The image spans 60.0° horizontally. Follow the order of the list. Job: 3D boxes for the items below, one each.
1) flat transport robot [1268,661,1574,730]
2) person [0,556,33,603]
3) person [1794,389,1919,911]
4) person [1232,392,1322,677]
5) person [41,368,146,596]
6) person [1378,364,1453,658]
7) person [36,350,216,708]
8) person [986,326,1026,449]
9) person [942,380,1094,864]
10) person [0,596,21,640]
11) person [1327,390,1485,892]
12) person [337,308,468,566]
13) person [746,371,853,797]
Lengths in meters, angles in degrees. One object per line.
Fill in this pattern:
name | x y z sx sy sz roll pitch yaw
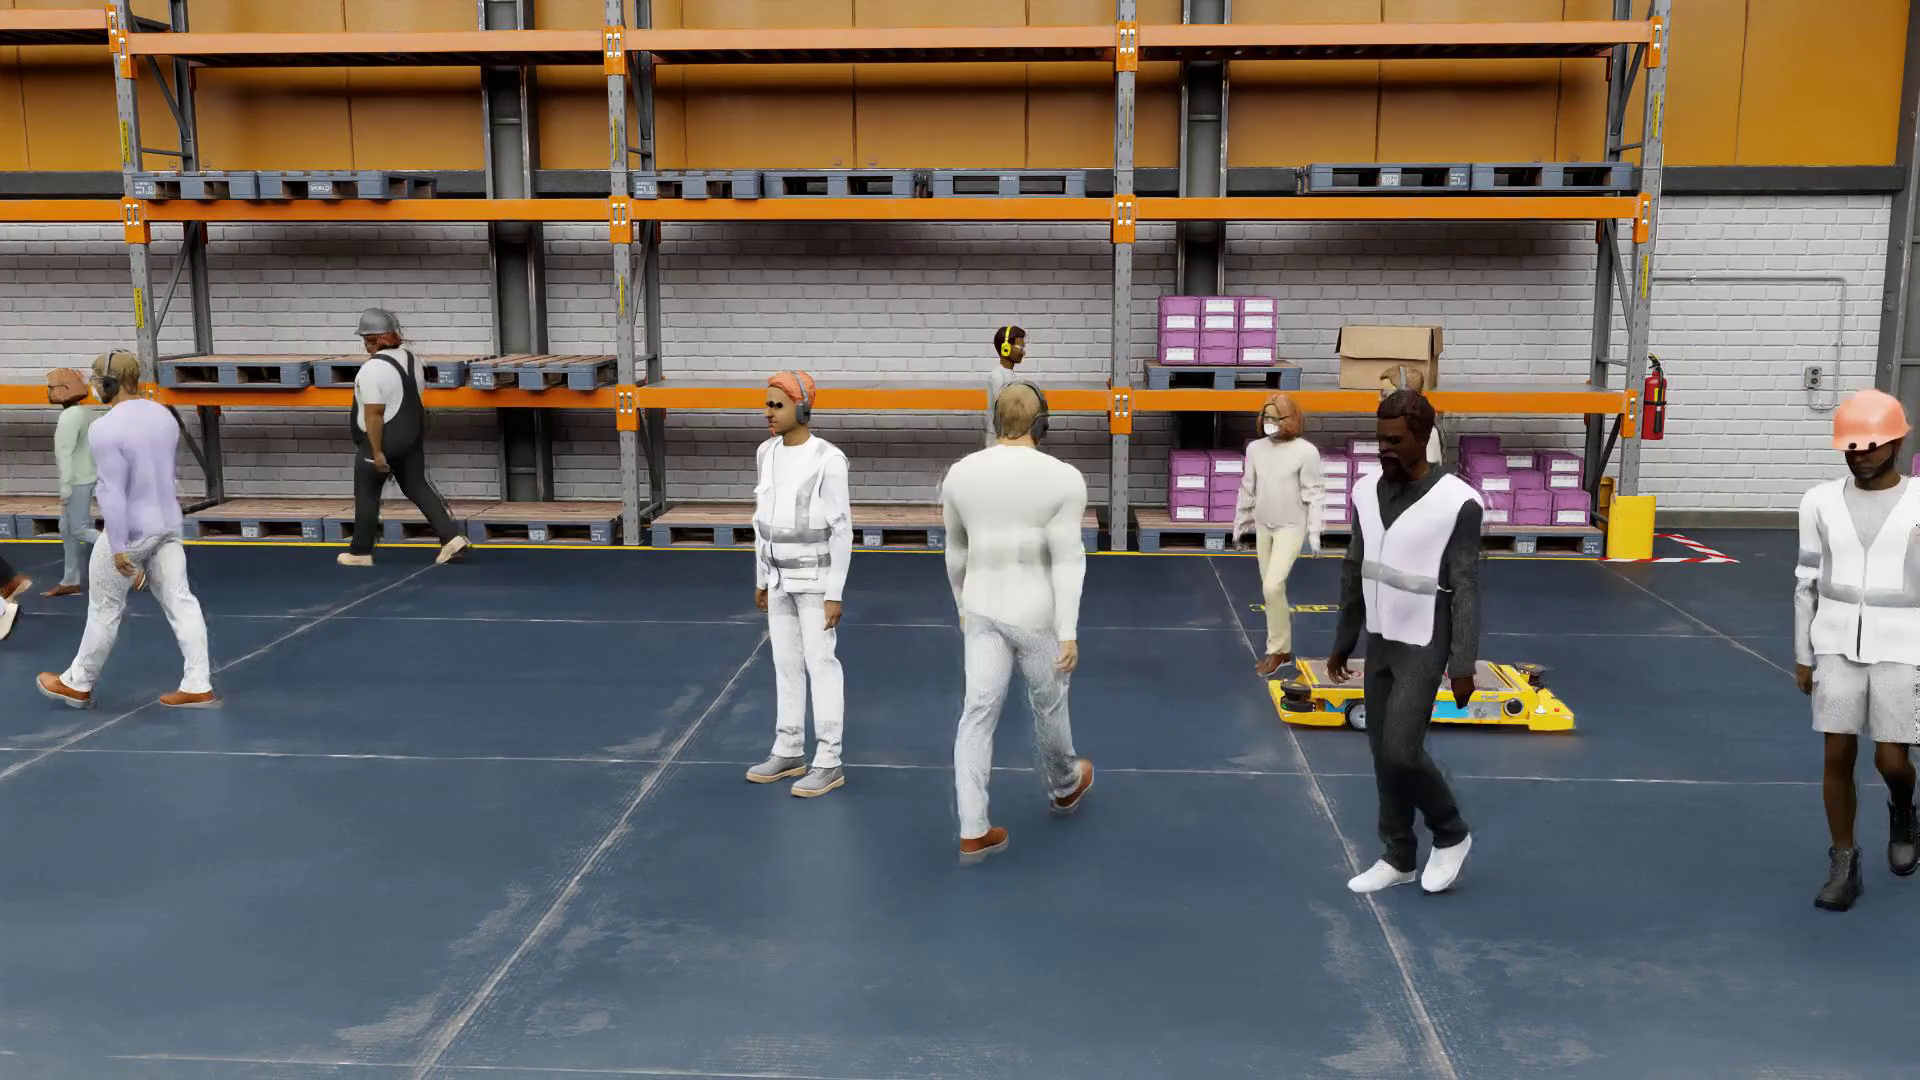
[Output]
flat transport robot | 2.354 0.787 8.607 1.431 0.197 0.652 1 10 4
person | -6.342 -0.376 10.534 0.558 1.947 0.657 -6 11 -30
person | 3.346 0.396 6.098 0.566 1.912 0.557 9 13 43
person | 1.760 -0.028 9.432 0.563 1.610 0.536 -8 12 -39
person | -6.094 -0.396 11.618 0.664 1.611 0.505 -4 10 -21
person | 2.561 -0.046 9.030 0.627 1.811 0.578 0 10 -3
person | -4.399 -0.039 8.702 0.975 1.897 0.636 2 10 13
person | 0.362 -0.660 12.412 0.328 1.870 0.510 1 10 8
person | 0.247 0.294 6.764 0.656 1.883 1.005 5 11 27
person | -6.056 -0.172 9.928 0.694 1.733 0.540 -2 10 -10
person | 1.651 0.393 6.167 0.441 1.903 0.587 -5 11 -26
person | -4.308 -0.801 12.731 0.982 2.000 0.686 4 10 20
person | -0.714 0.193 7.375 0.354 1.881 0.576 -9 13 -44
